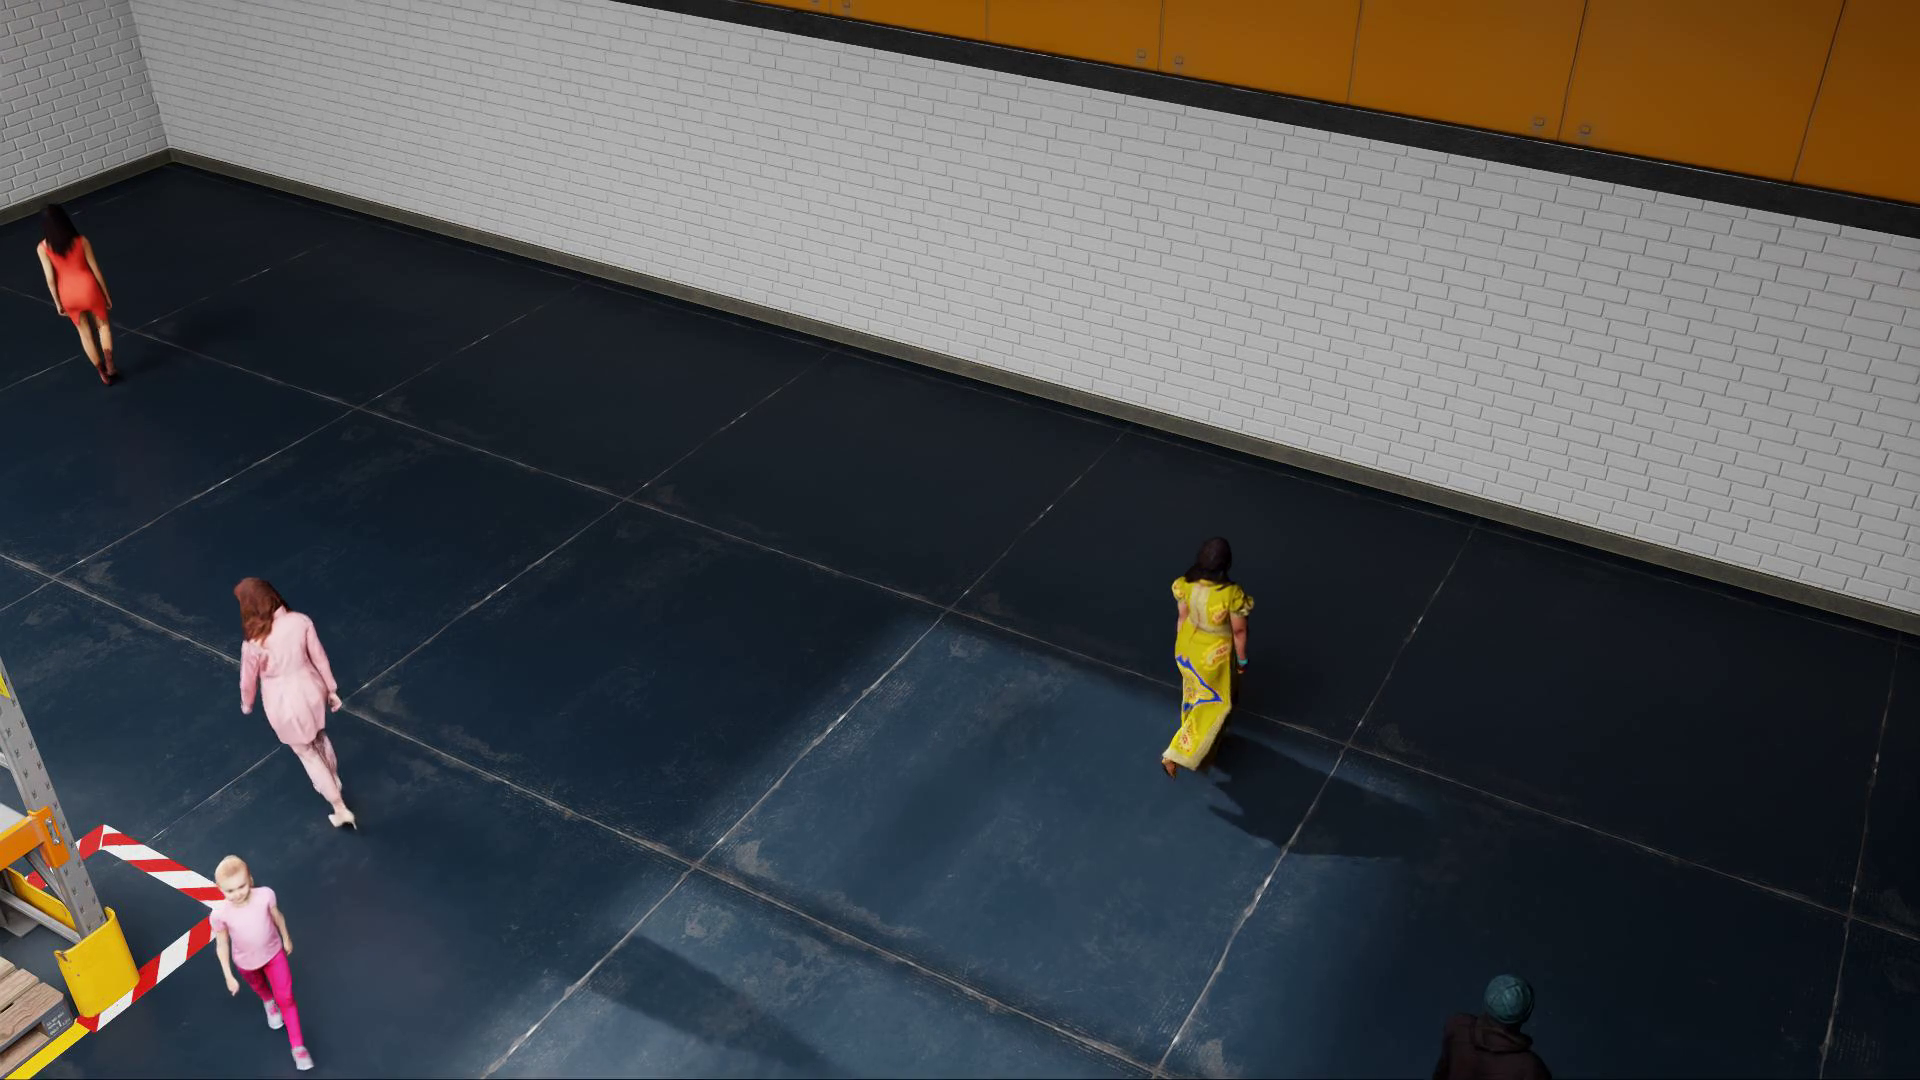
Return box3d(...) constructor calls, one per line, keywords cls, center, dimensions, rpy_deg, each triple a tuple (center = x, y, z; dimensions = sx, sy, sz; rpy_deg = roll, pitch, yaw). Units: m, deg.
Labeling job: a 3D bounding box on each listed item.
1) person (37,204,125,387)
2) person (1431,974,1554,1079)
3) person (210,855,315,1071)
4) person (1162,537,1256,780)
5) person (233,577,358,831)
box3d(cls="person", center=(-7.583, -2.070, 14.378), dimensions=(0.772, 1.713, 0.827), rpy_deg=(-17, 37, -23))
box3d(cls="person", center=(2.223, 2.616, 7.246), dimensions=(0.901, 1.804, 0.823), rpy_deg=(-25, 41, -33))
box3d(cls="person", center=(-3.622, 2.093, 8.542), dimensions=(0.898, 1.242, 0.819), rpy_deg=(-20, 38, -27))
box3d(cls="person", center=(1.487, 0.753, 10.203), dimensions=(0.883, 1.634, 1.129), rpy_deg=(27, 42, 34))
box3d(cls="person", center=(-3.824, 1.011, 9.691), dimensions=(0.747, 1.771, 0.760), rpy_deg=(25, 41, 32))
